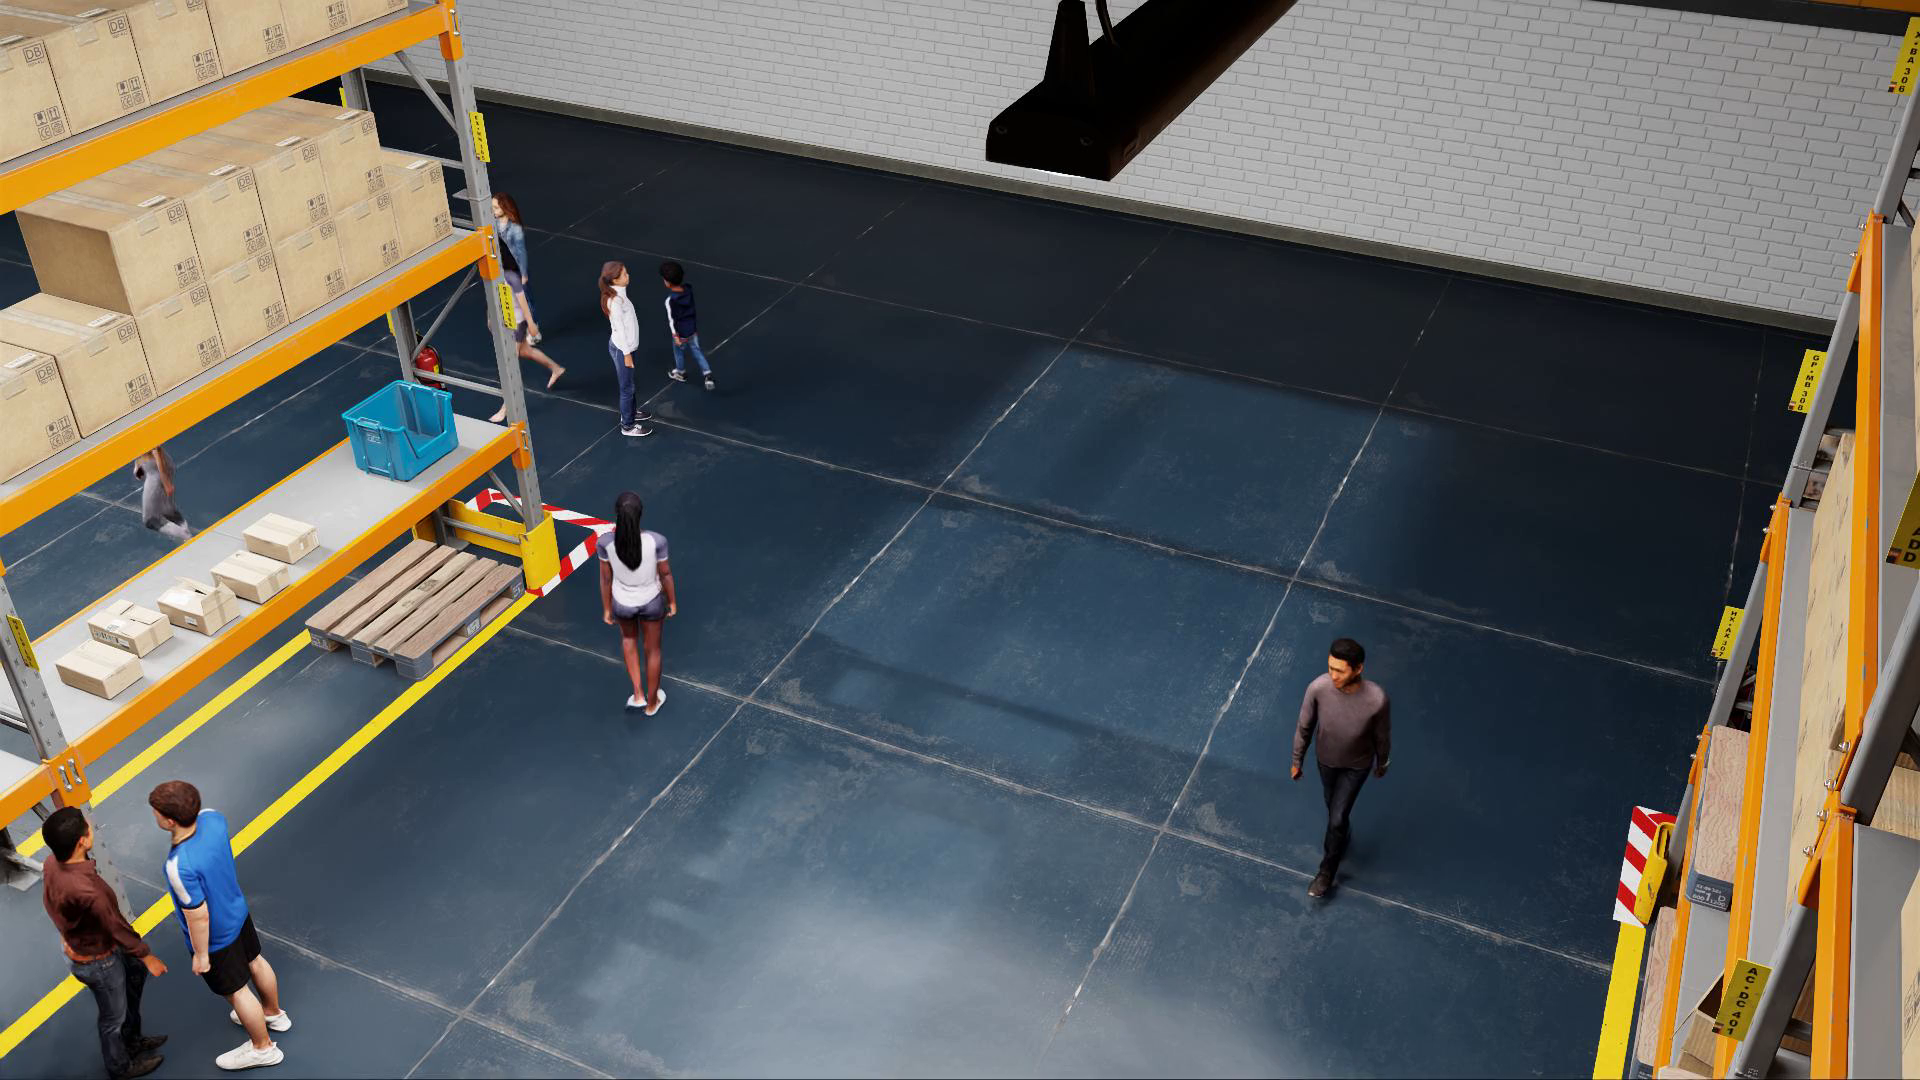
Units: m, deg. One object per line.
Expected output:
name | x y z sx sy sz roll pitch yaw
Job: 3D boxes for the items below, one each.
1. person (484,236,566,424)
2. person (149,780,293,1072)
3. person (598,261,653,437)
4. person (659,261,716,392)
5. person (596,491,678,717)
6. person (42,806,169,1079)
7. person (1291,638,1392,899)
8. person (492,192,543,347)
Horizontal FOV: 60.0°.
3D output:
person | -3.809 -1.895 14.373 0.841 1.669 1.187 27 42 35
person | -3.758 1.935 8.433 0.804 1.866 0.686 -2 34 -3
person | -2.856 -1.640 14.092 0.683 1.555 0.604 -5 34 -7
person | -2.418 -1.878 14.766 0.704 1.206 0.813 26 42 34
person | -2.095 0.476 10.767 0.754 1.711 0.793 -2 34 -3
person | -4.376 2.108 8.269 0.760 1.759 0.774 -25 41 -32
person | 2.266 1.222 9.629 0.722 1.729 0.947 14 36 20
person | -4.142 -2.541 15.520 0.605 1.475 0.559 24 40 31
